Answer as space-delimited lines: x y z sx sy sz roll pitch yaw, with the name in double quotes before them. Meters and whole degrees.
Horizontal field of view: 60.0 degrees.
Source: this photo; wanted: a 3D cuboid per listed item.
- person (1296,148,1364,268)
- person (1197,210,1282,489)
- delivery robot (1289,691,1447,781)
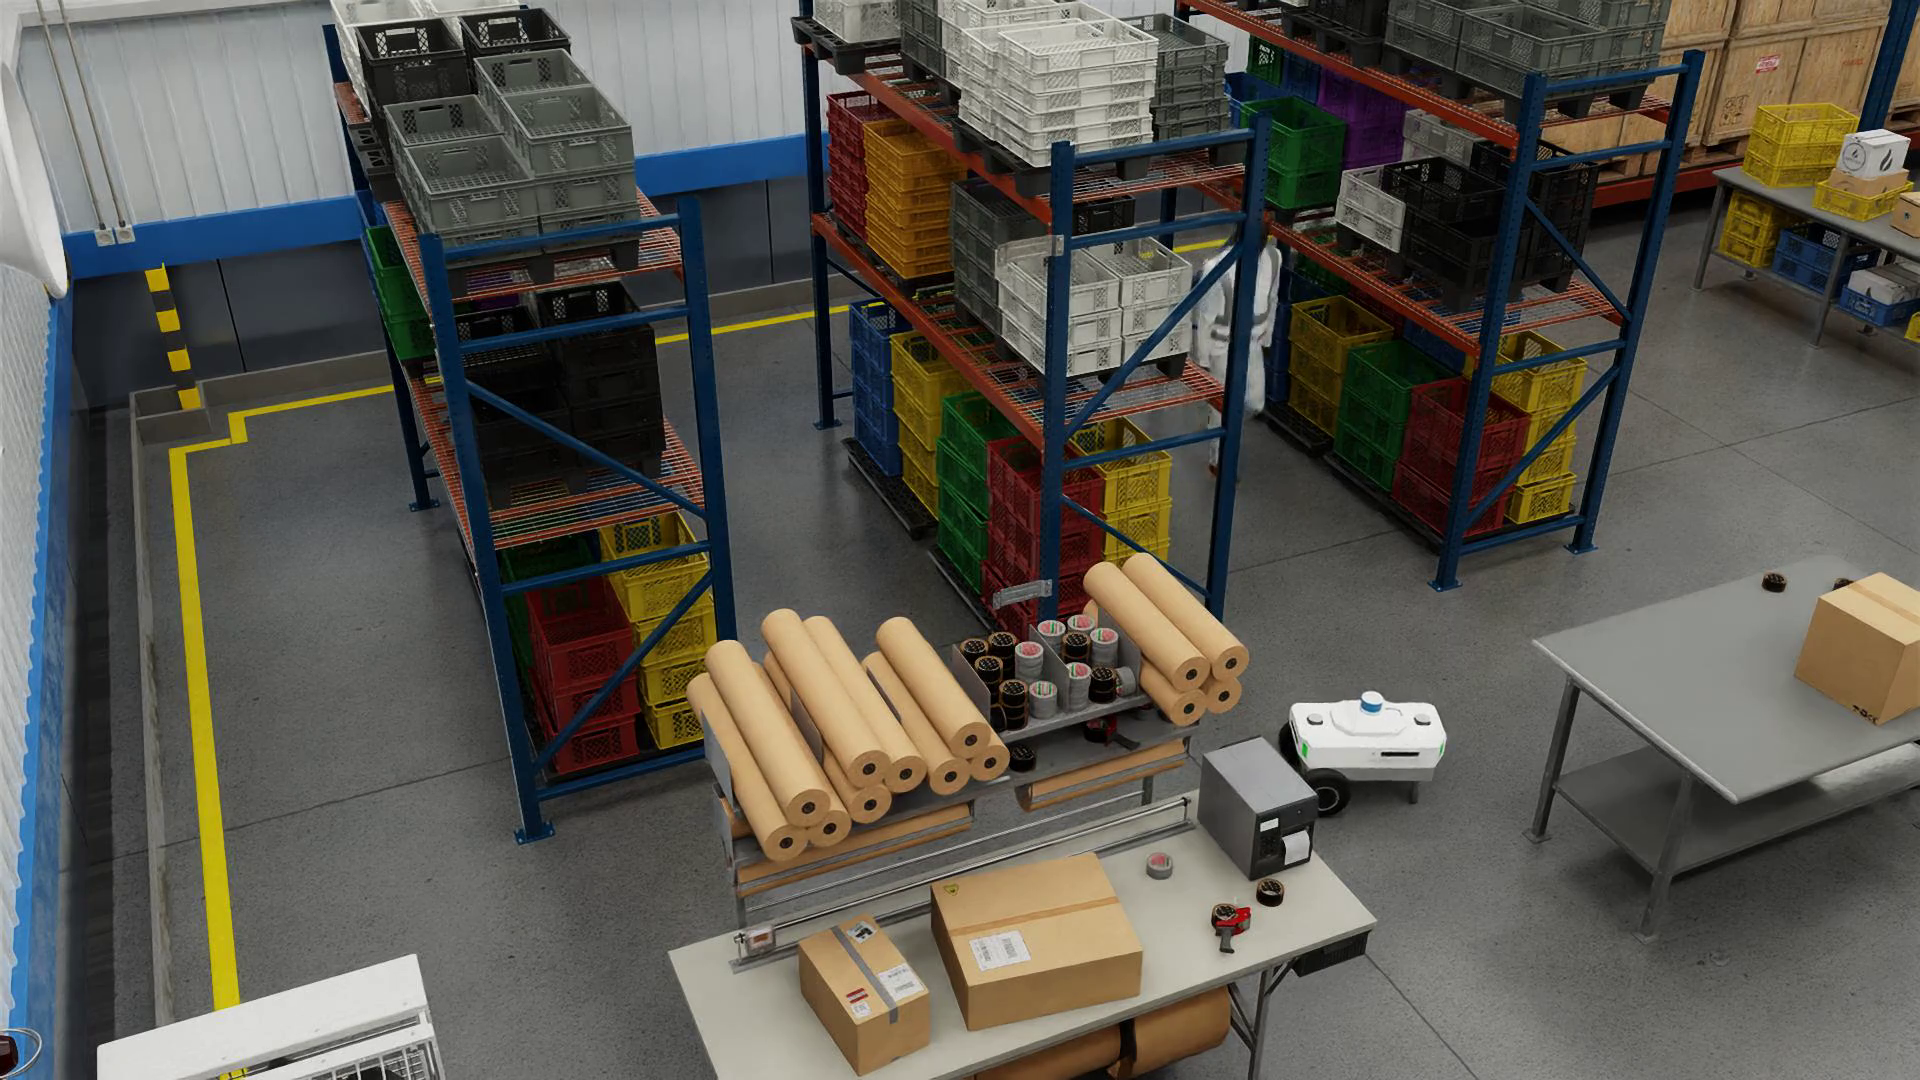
"person" 3.070 -3.105 13.447 0.664 1.904 0.429 16 35 24
"person" 1.712 -1.223 10.415 0.609 1.866 0.478 -14 34 -22
"delivery robot" 1.966 0.953 8.041 0.707 0.478 0.477 0 32 0
